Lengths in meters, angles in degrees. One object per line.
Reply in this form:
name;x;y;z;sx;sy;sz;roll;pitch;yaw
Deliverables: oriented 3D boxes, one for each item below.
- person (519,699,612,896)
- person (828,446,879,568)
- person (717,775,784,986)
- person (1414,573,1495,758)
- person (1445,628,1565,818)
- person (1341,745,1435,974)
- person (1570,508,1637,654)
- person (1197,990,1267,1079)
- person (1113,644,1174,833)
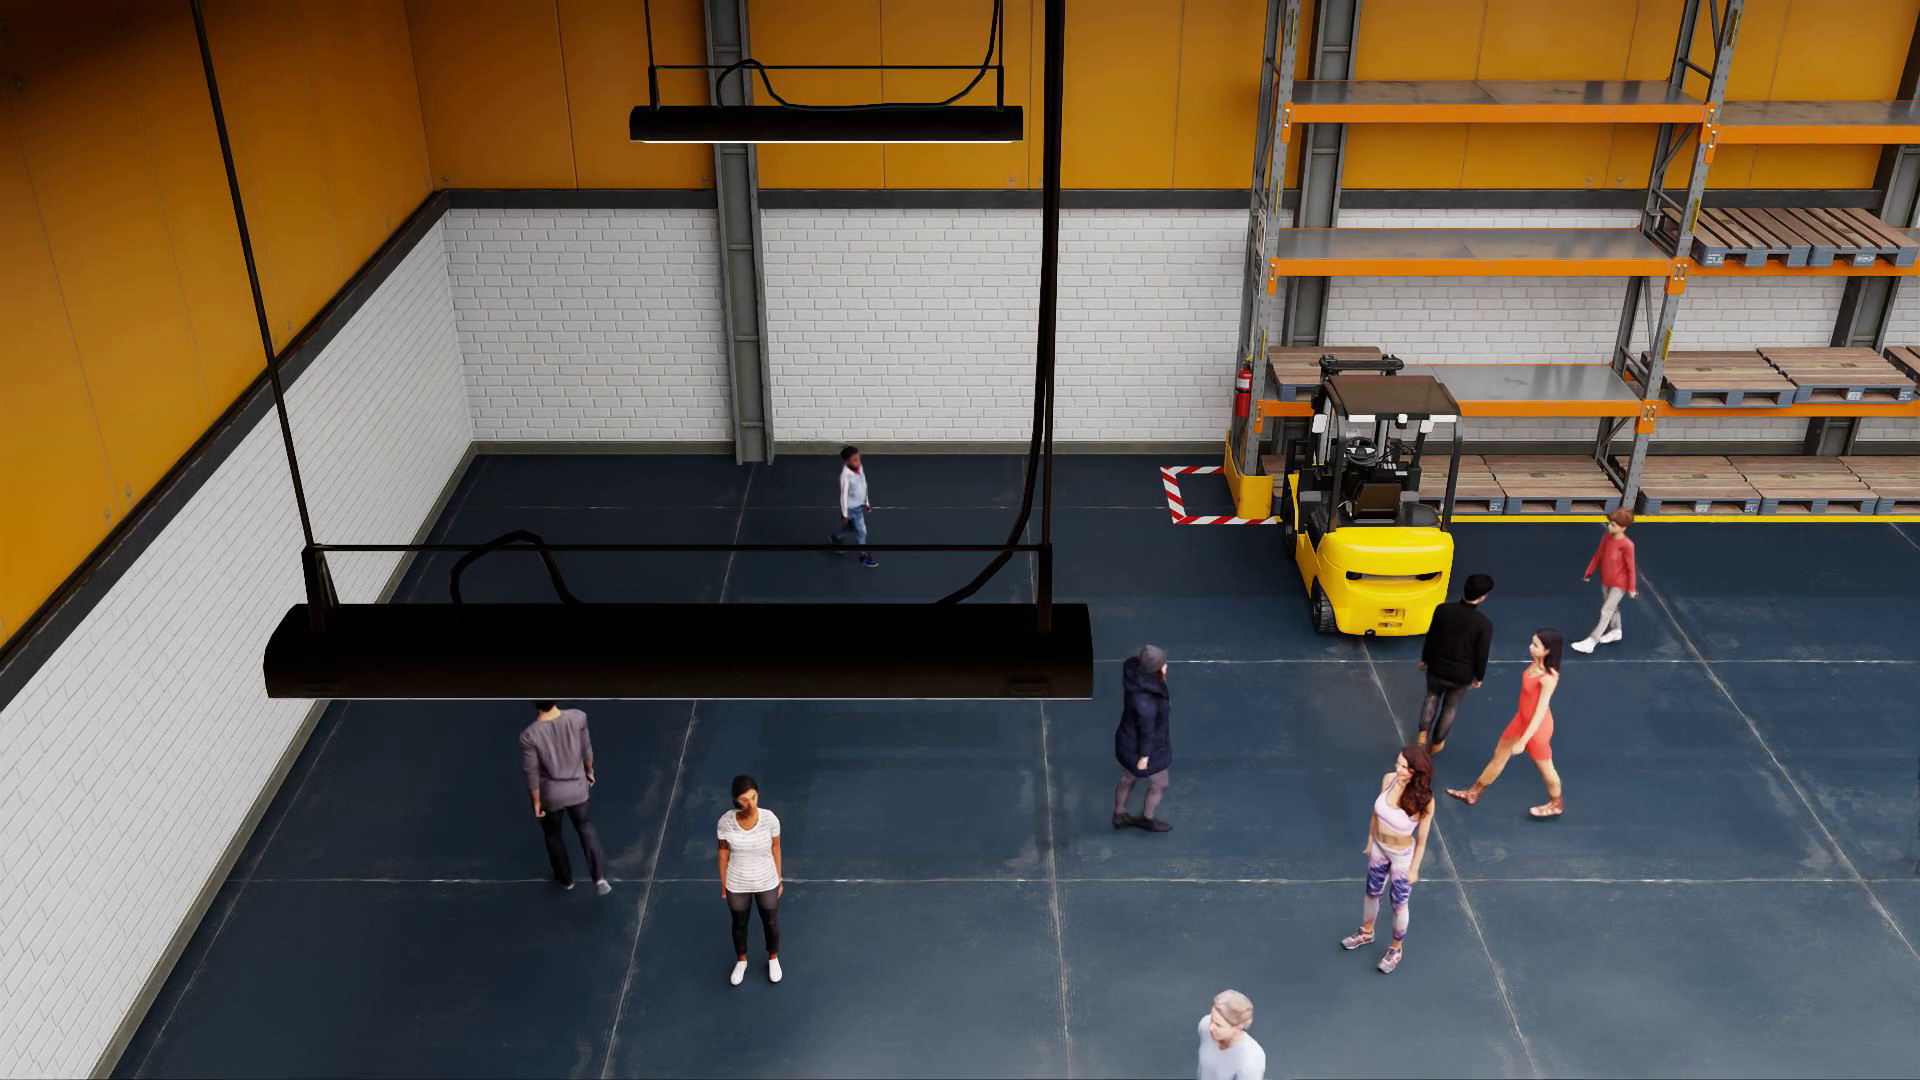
person;-2.783;1.792;11.790;0.984;1.836;0.988;-17;33;-28
person;-1.084;-0.370;16.368;0.896;1.247;0.697;13;31;23
person;-1.390;2.266;11.120;0.485;1.645;0.642;-2;29;-4
person;3.905;1.045;13.293;0.781;1.708;0.872;16;32;27
person;4.439;1.440;12.617;1.118;1.662;0.608;0;29;1
person;2.937;2.127;11.249;0.722;1.765;0.689;-19;34;-31
person;5.924;0.353;14.892;0.927;1.391;0.723;-9;30;-15
person;1.536;3.186;9.210;1.227;1.859;1.038;-15;32;-25
person;1.289;1.514;12.483;0.723;1.660;0.712;-5;29;-9
